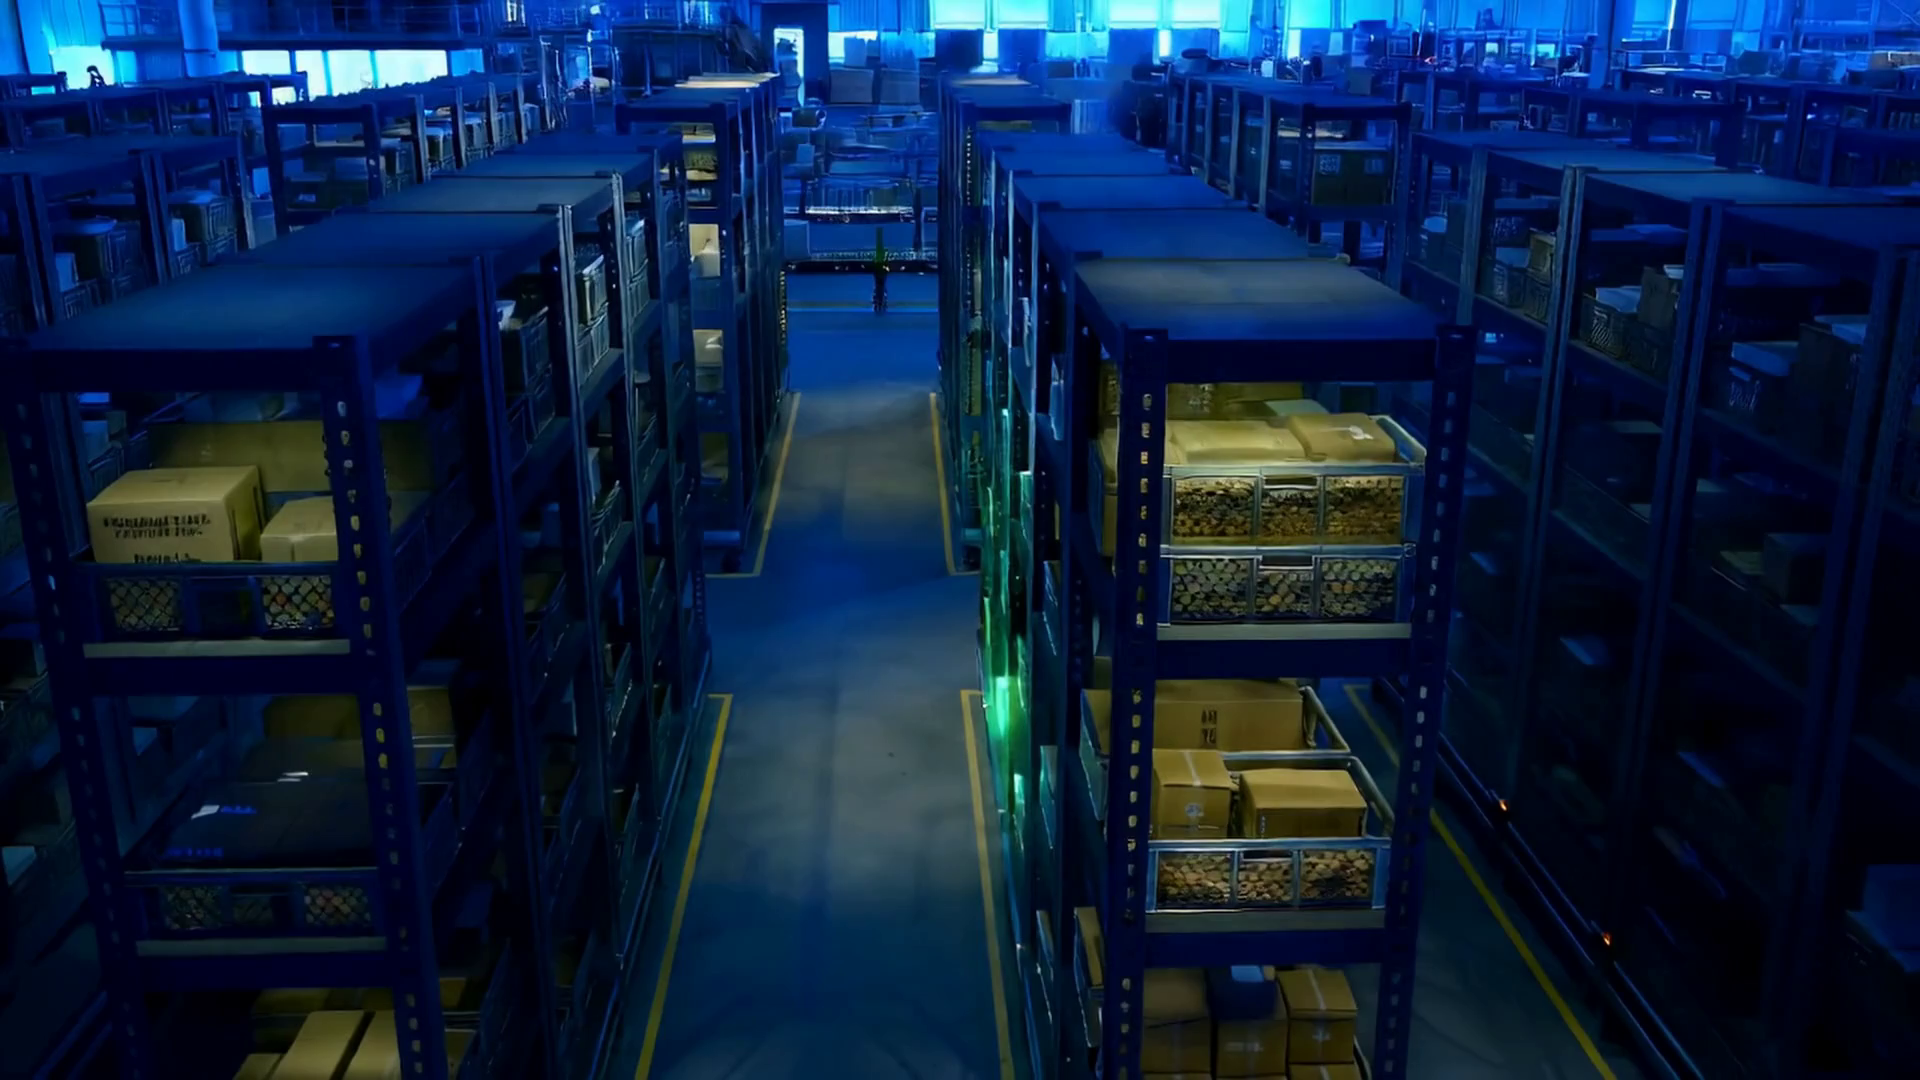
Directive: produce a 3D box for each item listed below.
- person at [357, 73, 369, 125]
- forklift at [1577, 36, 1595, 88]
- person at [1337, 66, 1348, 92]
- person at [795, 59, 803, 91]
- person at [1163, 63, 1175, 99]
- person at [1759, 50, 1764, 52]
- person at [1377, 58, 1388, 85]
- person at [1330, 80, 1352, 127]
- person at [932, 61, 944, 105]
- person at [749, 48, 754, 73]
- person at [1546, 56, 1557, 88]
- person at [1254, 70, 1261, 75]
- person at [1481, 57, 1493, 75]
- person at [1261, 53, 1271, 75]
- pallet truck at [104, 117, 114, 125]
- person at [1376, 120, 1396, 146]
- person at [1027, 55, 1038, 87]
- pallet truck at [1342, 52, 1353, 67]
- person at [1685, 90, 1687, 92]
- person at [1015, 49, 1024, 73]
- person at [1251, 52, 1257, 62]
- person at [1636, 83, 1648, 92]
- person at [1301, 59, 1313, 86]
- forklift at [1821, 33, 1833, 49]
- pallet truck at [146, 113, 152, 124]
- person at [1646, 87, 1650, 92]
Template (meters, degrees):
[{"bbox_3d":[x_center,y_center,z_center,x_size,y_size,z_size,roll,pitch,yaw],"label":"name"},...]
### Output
[{"bbox_3d":[-21.671,-16.018,60.463,0.645,1.865,0.634,4,18,13],"label":"person"},{"bbox_3d":[29.905,-22.173,77.879,1.873,2.768,1.129,-15,23,-39],"label":"forklift"},{"bbox_3d":[15.070,-17.705,65.583,0.382,1.929,0.537,5,19,15],"label":"person"},{"bbox_3d":[-8.180,-23.799,84.577,0.429,1.839,0.633,1,18,2],"label":"person"},{"bbox_3d":[8.291,-17.716,65.431,0.675,2.000,0.537,-2,18,-6],"label":"person"},{"bbox_3d":[41.776,-24.614,86.941,0.544,1.939,0.354,-9,20,-27],"label":"person"},{"bbox_3d":[20.768,-22.811,81.763,0.533,1.690,0.322,-1,18,-2],"label":"person"},{"bbox_3d":[13.253,-15.040,57.627,0.600,1.751,0.538,6,19,18],"label":"person"},{"bbox_3d":[-0.808,-19.547,71.335,0.996,1.885,0.565,-9,20,-27],"label":"person"},{"bbox_3d":[-11.676,-26.373,92.448,0.770,1.902,0.599,-3,18,-9],"label":"person"},{"bbox_3d":[28.031,-21.951,78.788,1.012,1.884,0.651,16,24,40],"label":"person"},{"bbox_3d":[10.570,-15.769,59.481,0.390,1.991,0.623,-12,21,-33],"label":"person"},{"bbox_3d":[24.129,-21.196,76.442,0.658,1.893,0.550,-6,19,-17],"label":"person"},{"bbox_3d":[15.872,-24.218,85.932,0.887,1.809,0.624,9,20,26],"label":"person"},{"bbox_3d":[-18.367,-7.885,35.078,1.885,1.965,0.823,1,18,2],"label":"pallet truck"},{"bbox_3d":[11.473,-10.886,44.765,0.523,1.746,0.514,1,18,3],"label":"person"},{"bbox_3d":[3.334,-21.914,78.607,0.655,1.921,0.669,13,22,36],"label":"person"},{"bbox_3d":[18.794,-23.123,82.231,0.823,1.965,1.885,-13,22,-35],"label":"pallet truck"},{"bbox_3d":[25.272,-15.336,58.185,0.602,1.966,0.368,1,18,3],"label":"person"},{"bbox_3d":[3.317,-25.886,90.943,1.005,1.889,0.647,8,19,22],"label":"person"},{"bbox_3d":[15.951,-25.627,90.387,0.298,1.745,0.484,7,19,20],"label":"person"},{"bbox_3d":[29.639,-19.813,72.188,0.621,1.865,0.983,-1,18,-2],"label":"person"},{"bbox_3d":[15.672,-20.772,75.186,0.503,1.861,0.328,5,19,16],"label":"person"},{"bbox_3d":[43.362,-23.988,83.493,1.873,2.768,1.129,13,22,35],"label":"forklift"},{"bbox_3d":[-18.087,-8.309,36.390,1.885,1.965,0.823,-1,18,-4],"label":"pallet truck"},{"bbox_3d":[33.490,-22.661,81.078,0.450,1.832,0.505,-2,18,-5],"label":"person"}]
